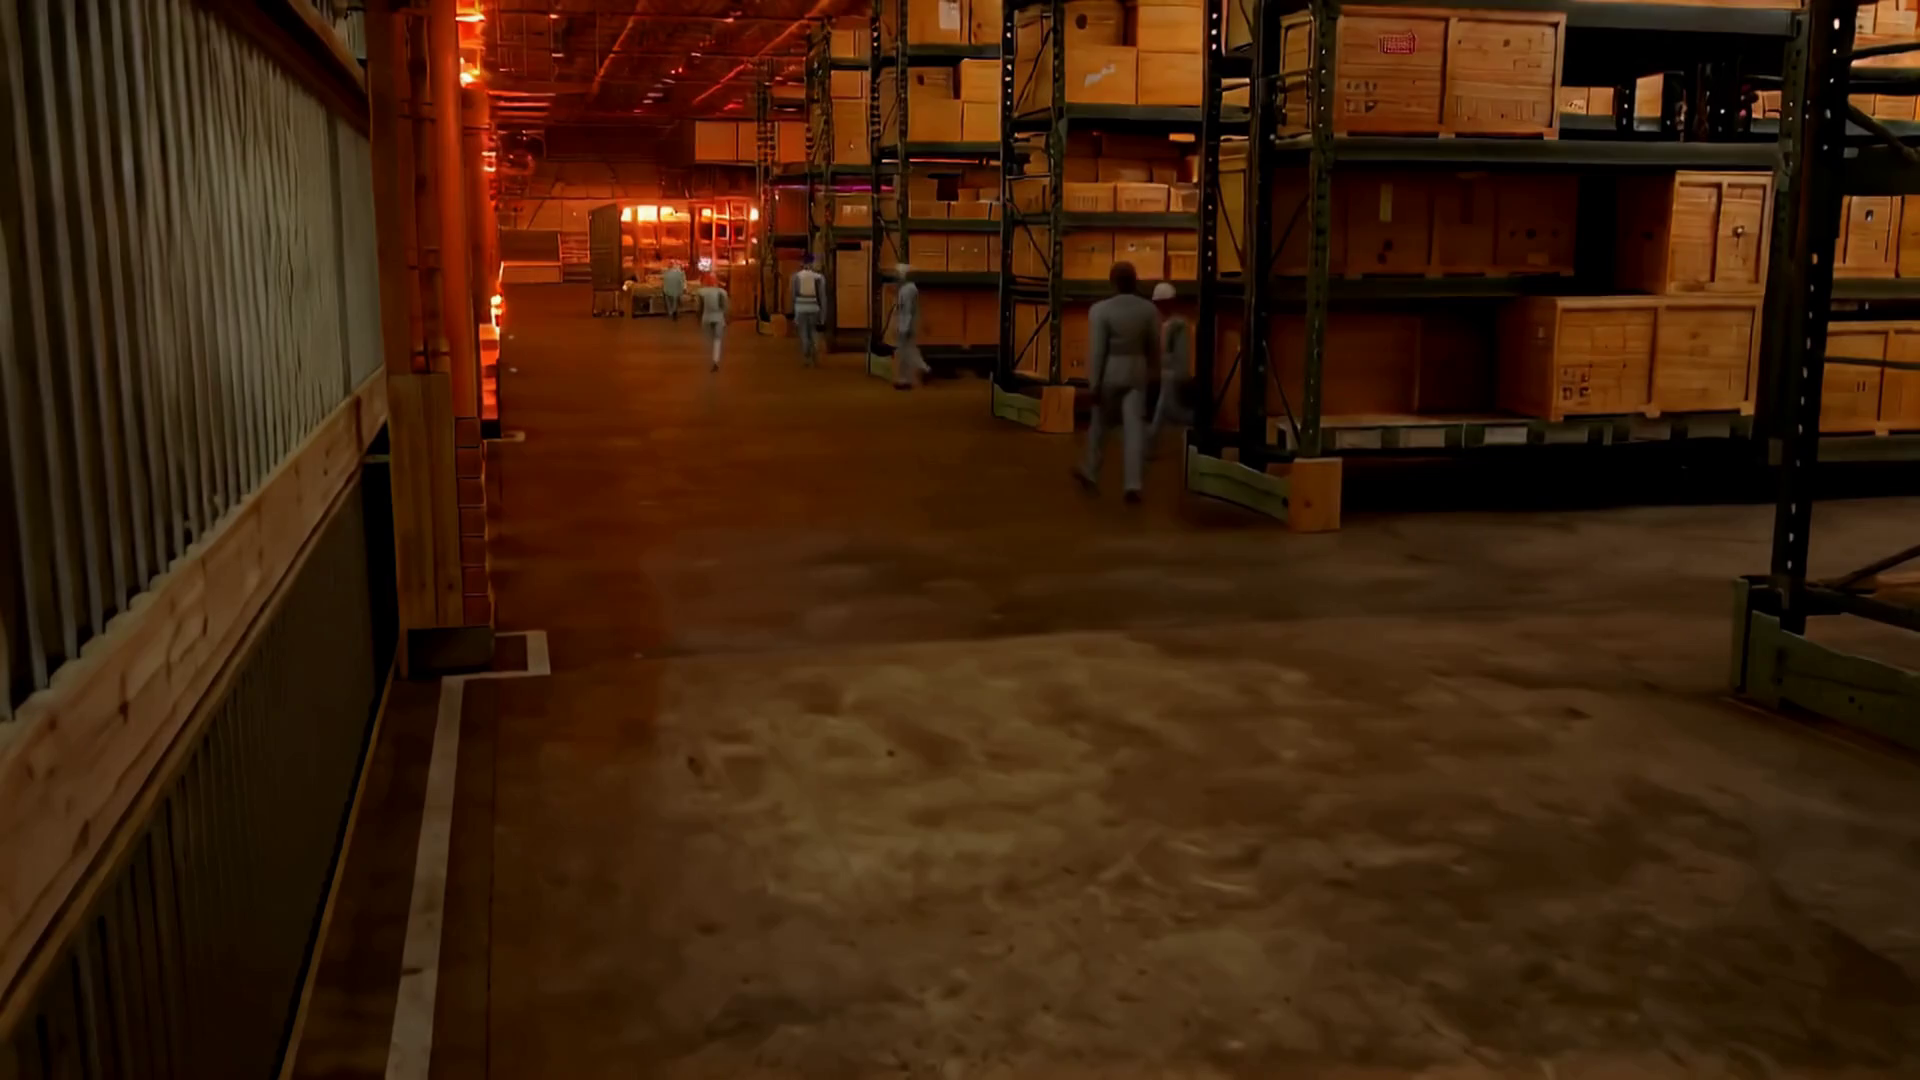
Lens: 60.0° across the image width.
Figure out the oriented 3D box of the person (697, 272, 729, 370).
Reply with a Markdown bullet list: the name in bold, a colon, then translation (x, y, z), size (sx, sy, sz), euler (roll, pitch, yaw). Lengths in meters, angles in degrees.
- **person**: translation (-4.044, -3.570, 27.189), size (0.524, 1.618, 0.683), euler (0, 10, 1)

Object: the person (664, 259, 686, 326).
- **person**: translation (-7.326, -6.358, 42.707), size (0.573, 1.710, 0.821), euler (2, 10, 10)

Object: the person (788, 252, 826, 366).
- **person**: translation (-2.629, -3.931, 28.356), size (0.610, 1.924, 0.728), euler (-3, 10, -16)

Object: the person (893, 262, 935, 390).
- **person**: translation (-0.680, -3.022, 23.542), size (0.516, 1.801, 0.652), euler (2, 10, 11)

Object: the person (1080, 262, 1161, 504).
- **person**: translation (1.273, -1.272, 13.367), size (0.656, 1.887, 1.020), euler (-3, 10, -16)

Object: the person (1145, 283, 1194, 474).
- **person**: translation (1.957, -1.433, 14.812), size (0.756, 1.709, 0.514), euler (-1, 10, -8)

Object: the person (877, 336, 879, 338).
- **person**: translation (-1.669, -5.412, 36.615), size (0.933, 1.955, 0.653), euler (0, 10, -1)
